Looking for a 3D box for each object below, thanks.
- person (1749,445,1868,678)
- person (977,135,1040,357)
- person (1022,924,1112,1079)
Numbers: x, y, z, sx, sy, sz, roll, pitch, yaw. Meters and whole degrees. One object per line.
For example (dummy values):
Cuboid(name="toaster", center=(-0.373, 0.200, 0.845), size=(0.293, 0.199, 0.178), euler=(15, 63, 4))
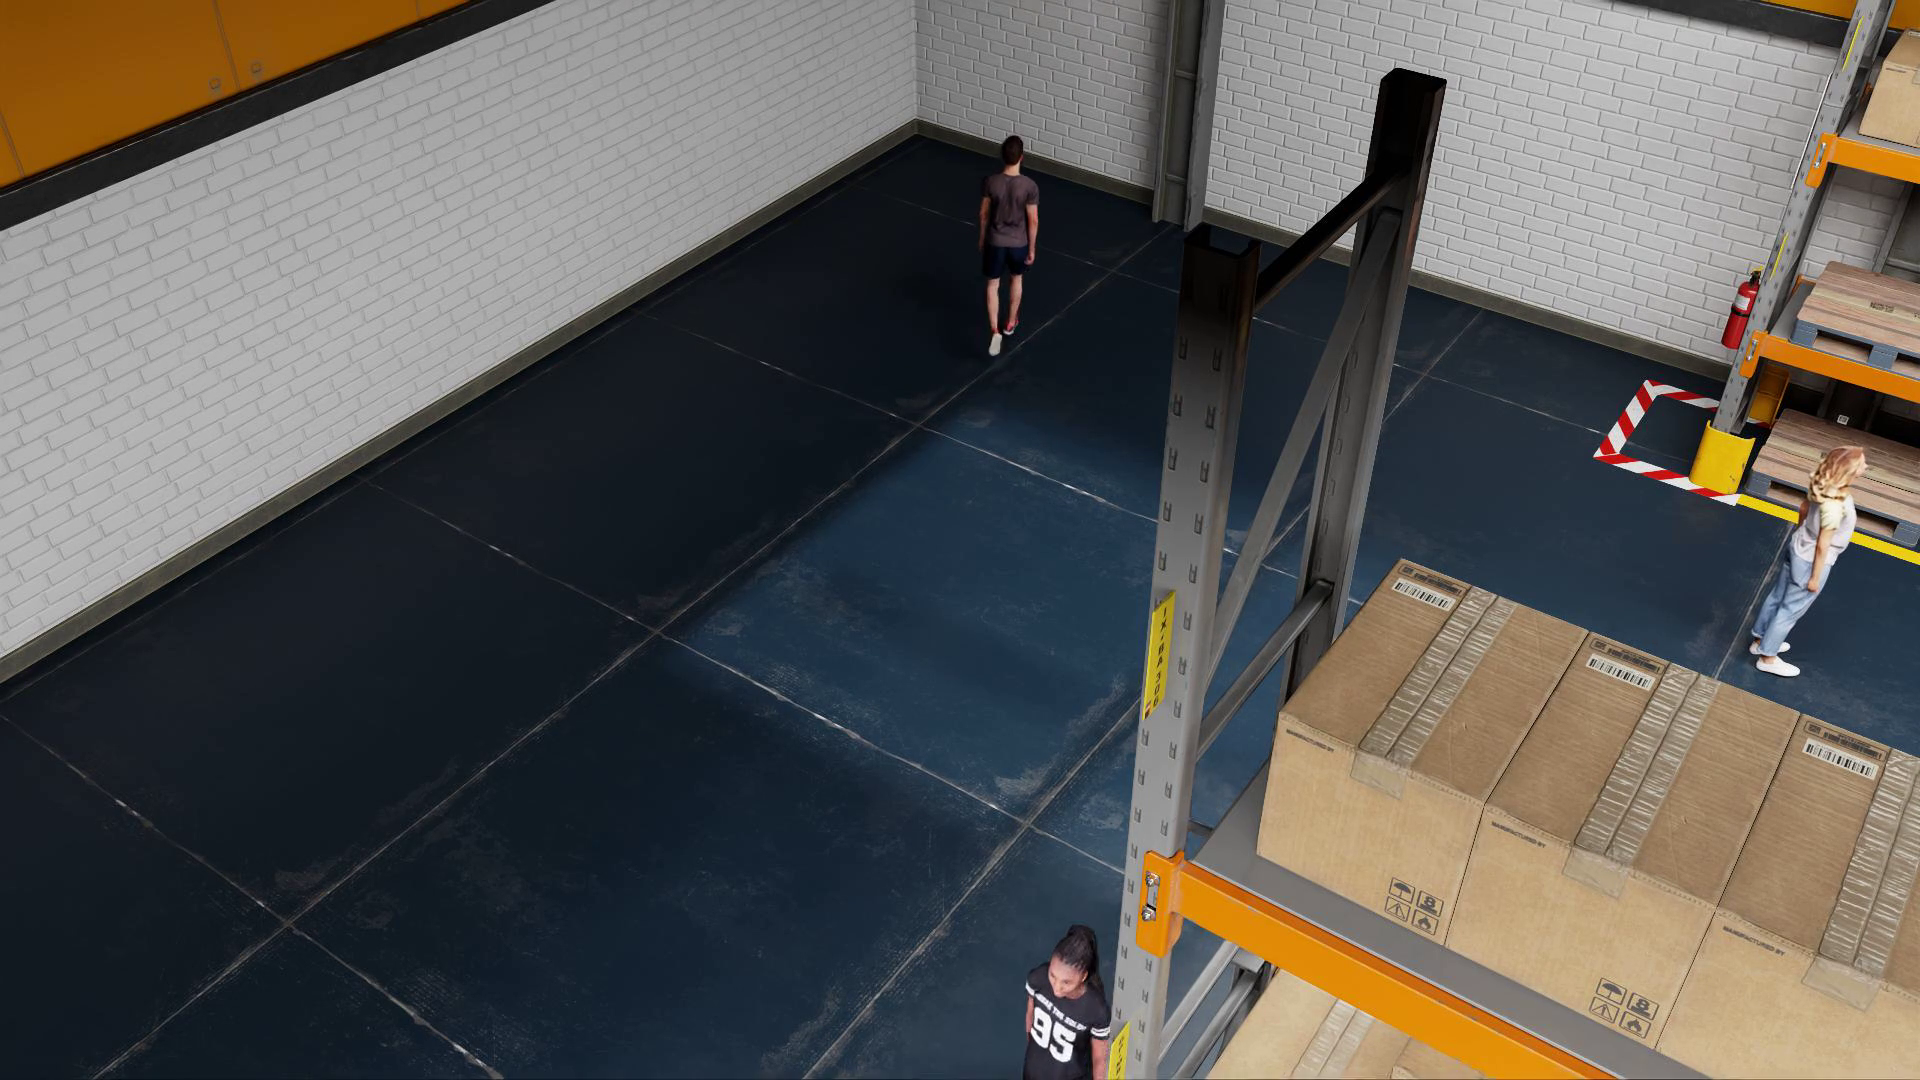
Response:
Cuboid(name="person", center=(5.350, 0.118, 10.507), size=(0.692, 1.722, 0.704), euler=(6, 39, 7))
Cuboid(name="person", center=(0.365, -2.360, 13.524), size=(1.105, 1.828, 1.057), euler=(3, 39, 3))
Cuboid(name="person", center=(0.521, 2.384, 7.684), size=(1.029, 1.704, 0.675), euler=(23, 44, 26))
